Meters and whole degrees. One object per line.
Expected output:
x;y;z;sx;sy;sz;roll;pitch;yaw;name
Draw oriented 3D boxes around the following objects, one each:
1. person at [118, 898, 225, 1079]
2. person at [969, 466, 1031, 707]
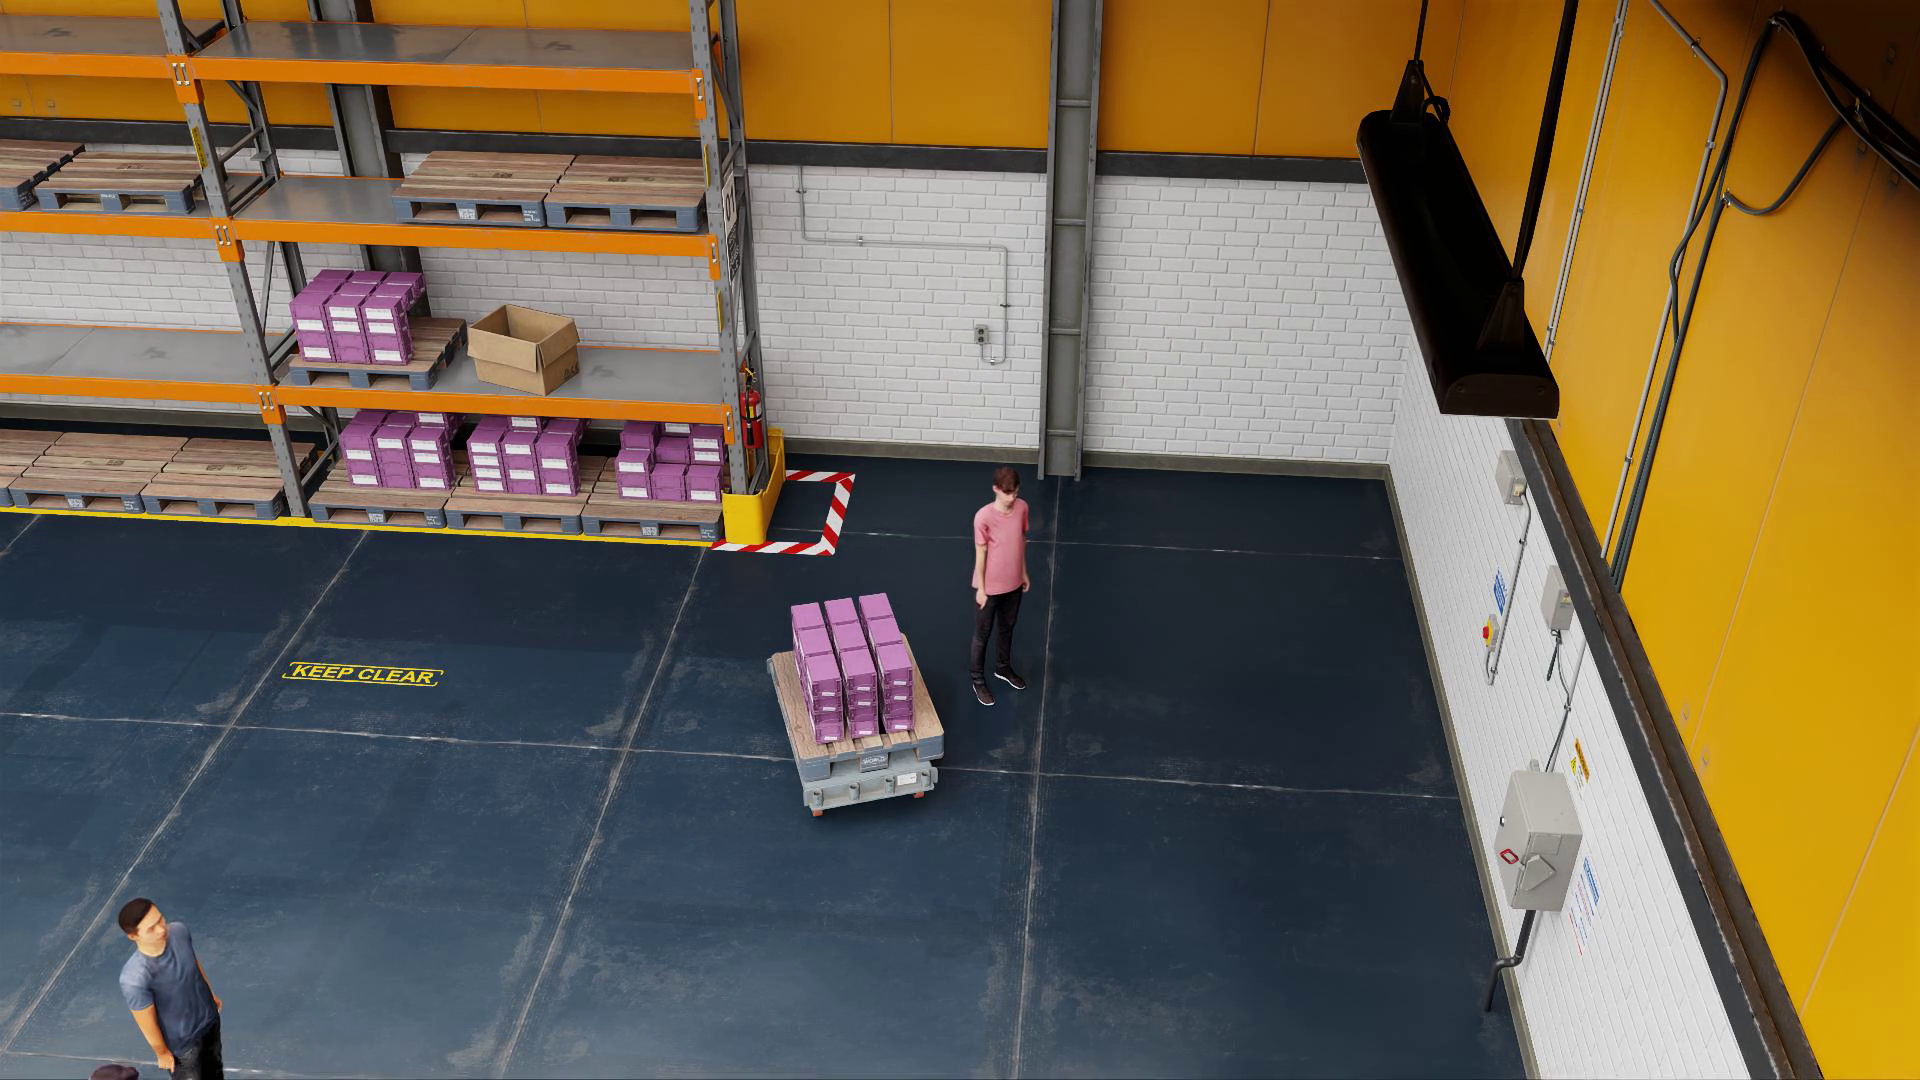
-4.167;2.589;8.896;0.552;1.810;0.655;5;34;8;person
0.283;0.292;12.216;0.704;1.963;0.776;-22;39;-29;person
